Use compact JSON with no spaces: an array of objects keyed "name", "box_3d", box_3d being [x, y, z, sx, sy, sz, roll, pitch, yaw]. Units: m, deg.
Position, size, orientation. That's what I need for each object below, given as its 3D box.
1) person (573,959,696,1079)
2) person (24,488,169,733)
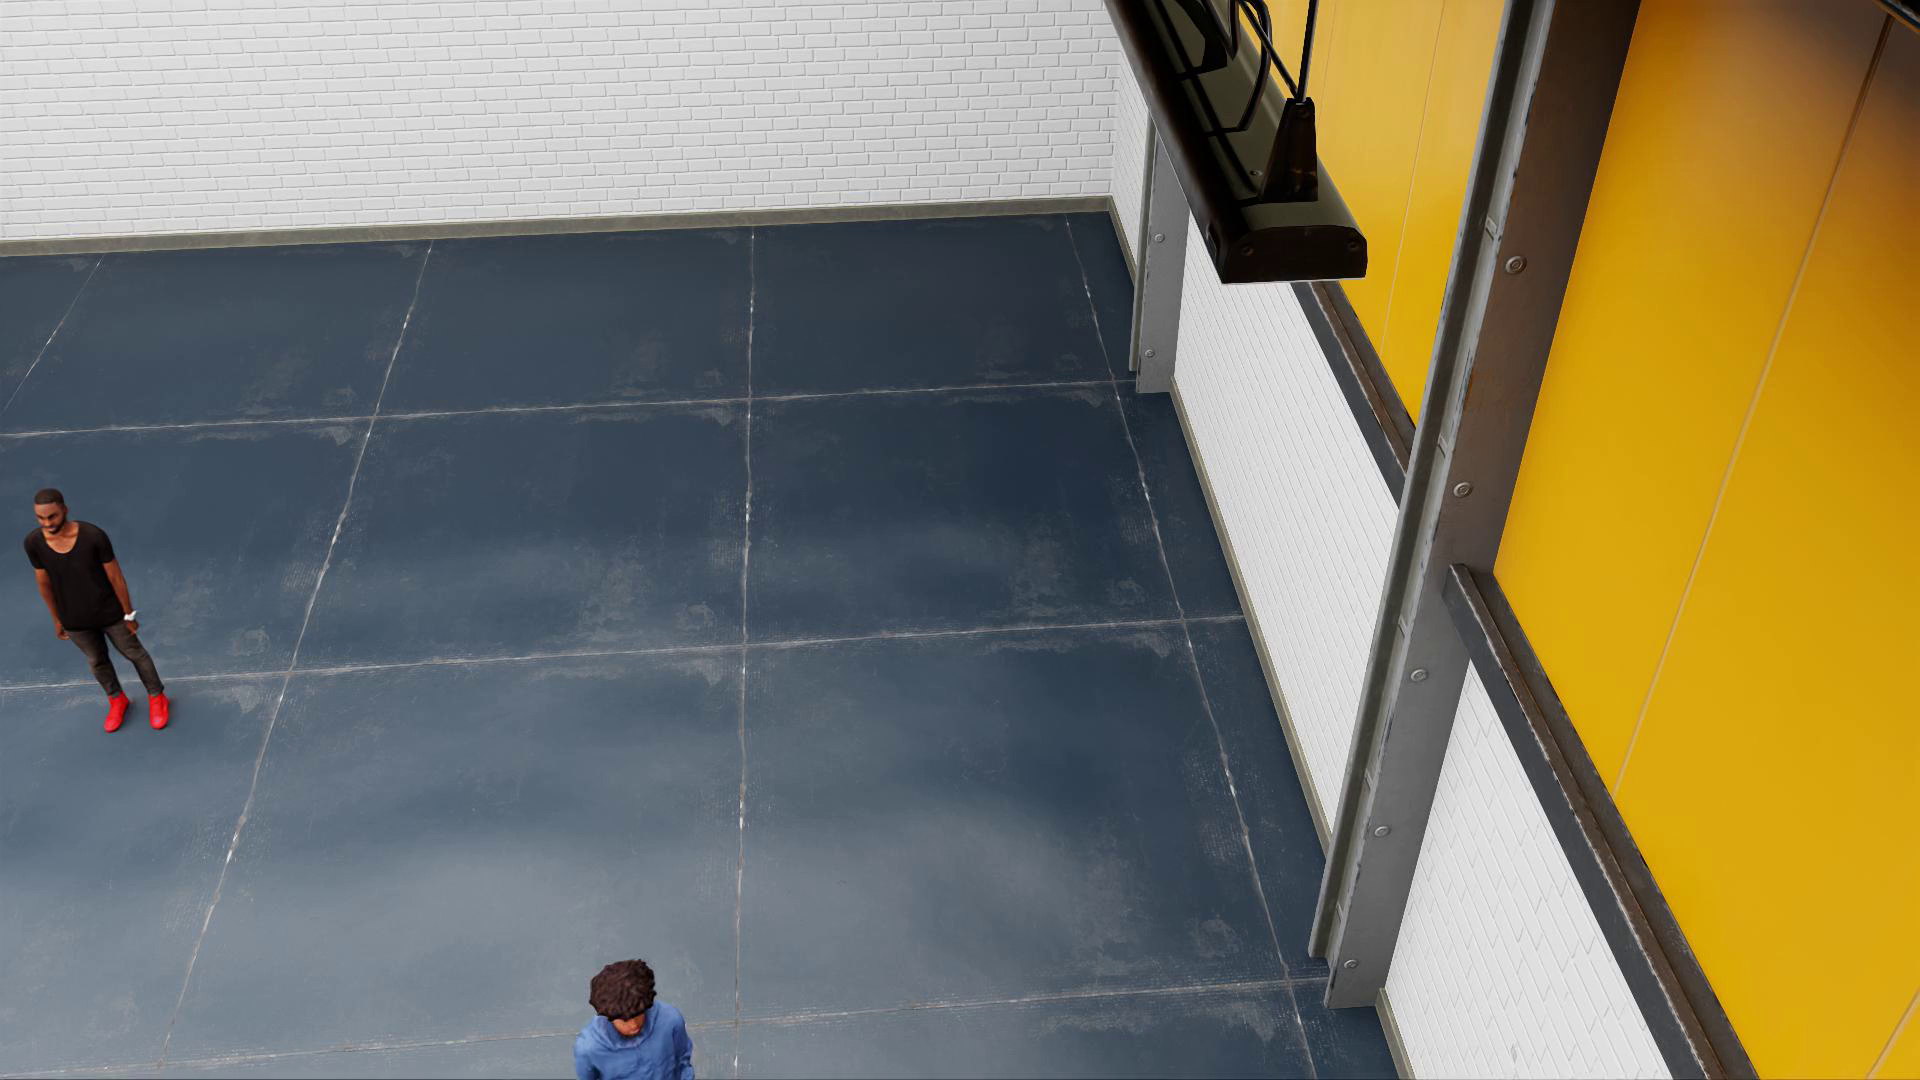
[{"name":"person","box_3d":[-1.482,2.465,7.588,0.775,1.797,0.825,-13,40,-15]},{"name":"person","box_3d":[-5.279,0.416,10.149,0.644,1.803,0.542,-5,39,-6]}]
